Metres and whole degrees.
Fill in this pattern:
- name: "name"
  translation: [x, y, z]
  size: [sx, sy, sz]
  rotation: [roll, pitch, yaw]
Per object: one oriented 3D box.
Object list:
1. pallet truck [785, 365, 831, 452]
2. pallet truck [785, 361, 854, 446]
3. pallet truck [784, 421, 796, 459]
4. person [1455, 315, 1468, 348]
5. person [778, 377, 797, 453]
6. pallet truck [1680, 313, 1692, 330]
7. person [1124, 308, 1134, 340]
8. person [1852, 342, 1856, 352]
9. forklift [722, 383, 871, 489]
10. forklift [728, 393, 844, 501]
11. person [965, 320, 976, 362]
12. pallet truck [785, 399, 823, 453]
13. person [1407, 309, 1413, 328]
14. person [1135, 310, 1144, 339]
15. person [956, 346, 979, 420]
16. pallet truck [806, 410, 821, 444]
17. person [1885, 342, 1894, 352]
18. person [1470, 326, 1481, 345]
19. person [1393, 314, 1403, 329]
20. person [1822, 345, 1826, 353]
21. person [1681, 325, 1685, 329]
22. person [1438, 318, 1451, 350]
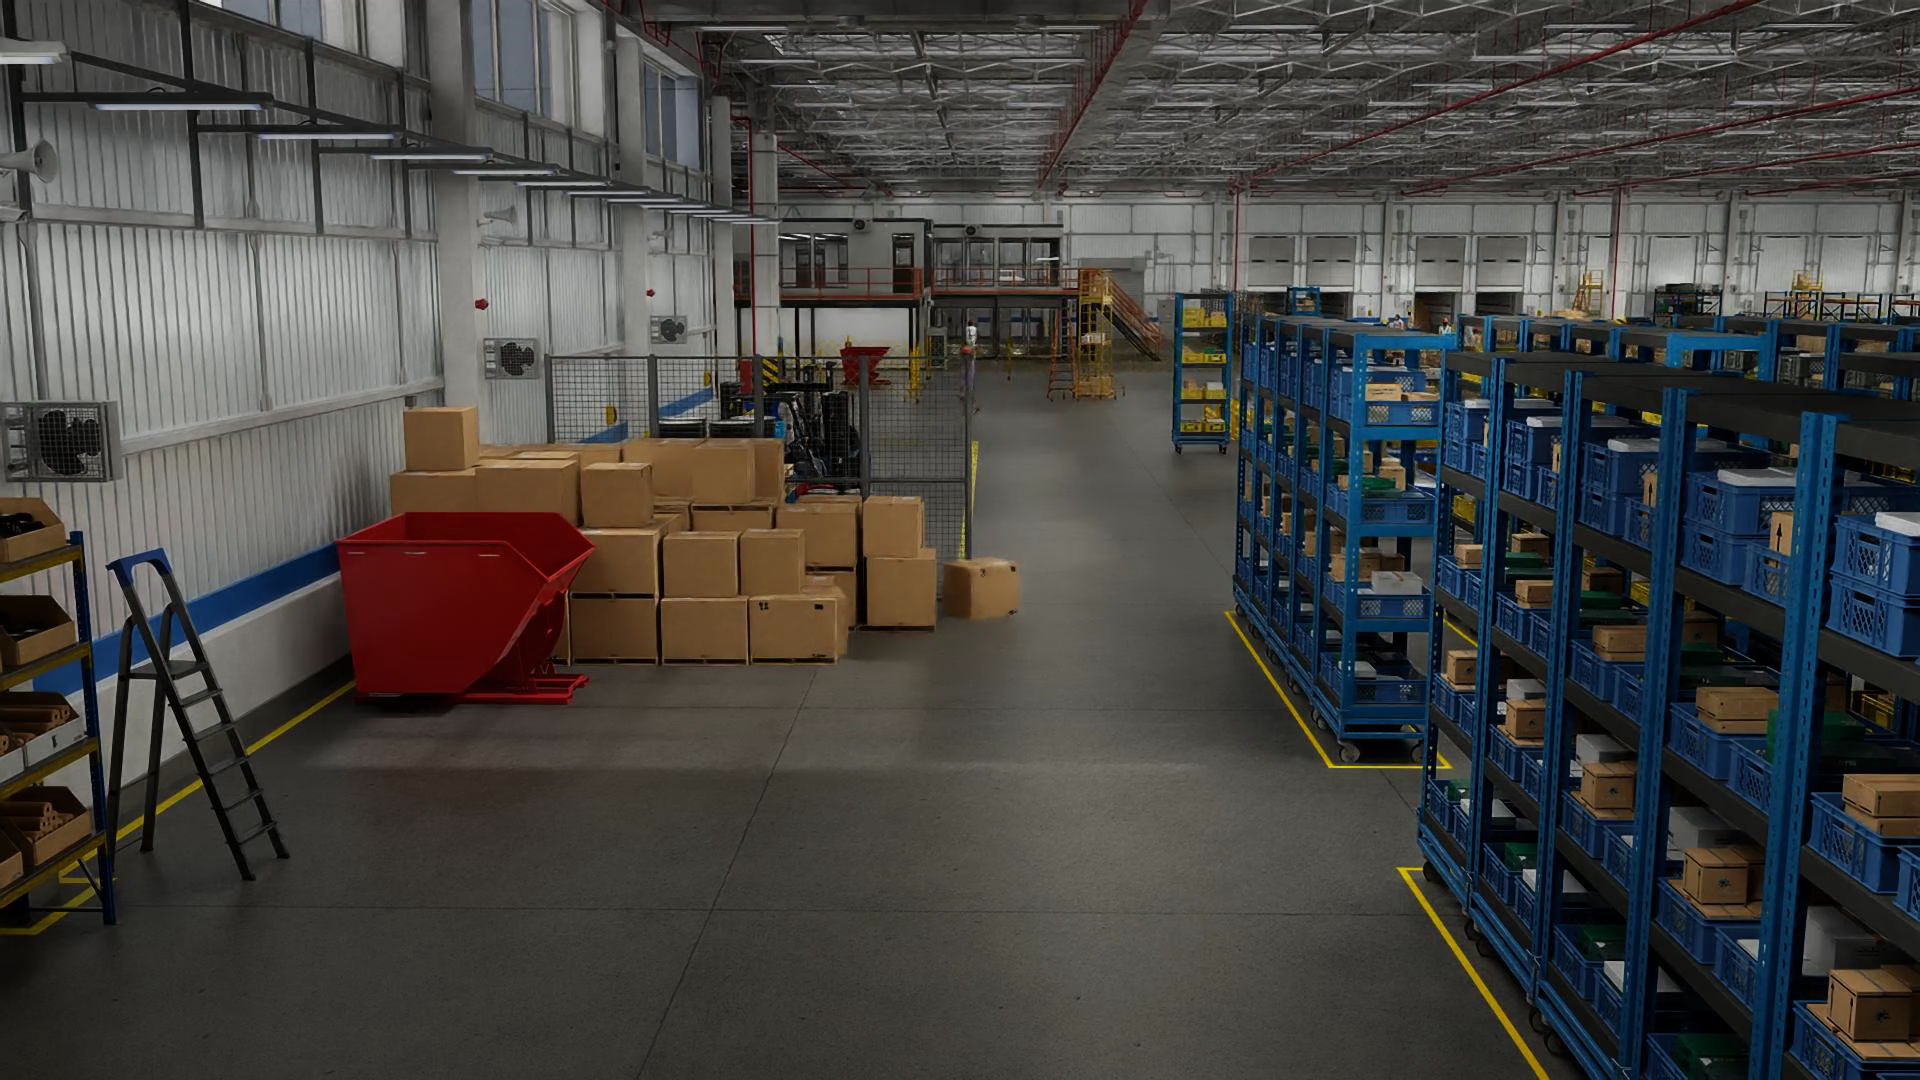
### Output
- name: "pallet truck"
  translation: [-3.774, -2.976, 37.635]
  size: [1.885, 1.965, 0.823]
  rotation: [1, 9, 5]
- name: "pallet truck"
  translation: [-3.410, -3.193, 38.978]
  size: [1.885, 1.965, 0.823]
  rotation: [0, 9, -1]
- name: "pallet truck"
  translation: [-4.013, -1.793, 32.705]
  size: [1.601, 1.201, 0.680]
  rotation: [0, 9, 1]
- name: "person"
  translation: [26.615, -11.061, 88.109]
  size: [0.910, 1.808, 0.632]
  rotation: [-4, 10, -22]
- name: "person"
  translation: [-3.624, -2.497, 34.965]
  size: [0.399, 1.908, 0.643]
  rotation: [-2, 9, -10]
- name: "pallet truck"
  translation: [36.315, -10.531, 84.244]
  size: [0.823, 1.965, 1.885]
  rotation: [-6, 11, -33]
- name: "person"
  translation: [9.941, -12.744, 98.083]
  size: [0.615, 1.933, 0.413]
  rotation: [-4, 10, -22]
- name: "person"
  translation: [31.110, -6.149, 58.255]
  size: [0.856, 1.652, 0.550]
  rotation: [5, 10, 28]
- name: "forklift"
  translation: [-2.893, -1.687, 28.729]
  size: [2.680, 1.987, 1.157]
  rotation: [0, 9, -1]
- name: "forklift"
  translation: [-2.979, -1.316, 26.476]
  size: [2.680, 1.987, 1.157]
  rotation: [0, 9, 1]
- name: "person"
  translation: [0.489, -8.947, 74.824]
  size: [0.576, 1.881, 0.354]
  rotation: [-7, 11, -35]
- name: "pallet truck"
  translation: [-3.814, -2.432, 36.419]
  size: [1.630, 1.274, 0.653]
  rotation: [0, 9, 1]
- name: "person"
  translation: [25.596, -12.177, 94.648]
  size: [0.397, 1.919, 0.585]
  rotation: [5, 11, 30]
- name: "person"
  translation: [10.291, -12.237, 95.279]
  size: [0.459, 1.829, 0.659]
  rotation: [-6, 11, -35]
- name: "person"
  translation: [0.190, -4.318, 45.823]
  size: [0.581, 2.032, 0.635]
  rotation: [-2, 10, -14]
- name: "pallet truck"
  translation: [-3.559, -2.018, 33.905]
  size: [1.522, 1.261, 0.704]
  rotation: [0, 9, -1]
- name: "person"
  translation: [32.806, -6.322, 58.376]
  size: [0.604, 1.966, 0.367]
  rotation: [6, 11, 32]
- name: "person"
  translation: [20.752, -7.694, 66.998]
  size: [0.476, 1.923, 0.546]
  rotation: [-2, 10, -14]
- name: "person"
  translation: [21.858, -10.317, 83.106]
  size: [0.353, 1.936, 0.635]
  rotation: [-5, 10, -27]
- name: "person"
  translation: [27.453, -5.320, 52.886]
  size: [0.557, 1.726, 0.840]
  rotation: [1, 9, 8]
- name: "person"
  translation: [30.329, -8.124, 69.860]
  size: [0.567, 1.853, 0.512]
  rotation: [-8, 12, -40]
- name: "person"
  translation: [22.049, -9.123, 75.736]
  size: [0.552, 1.939, 0.355]
  rotation: [4, 10, 24]
